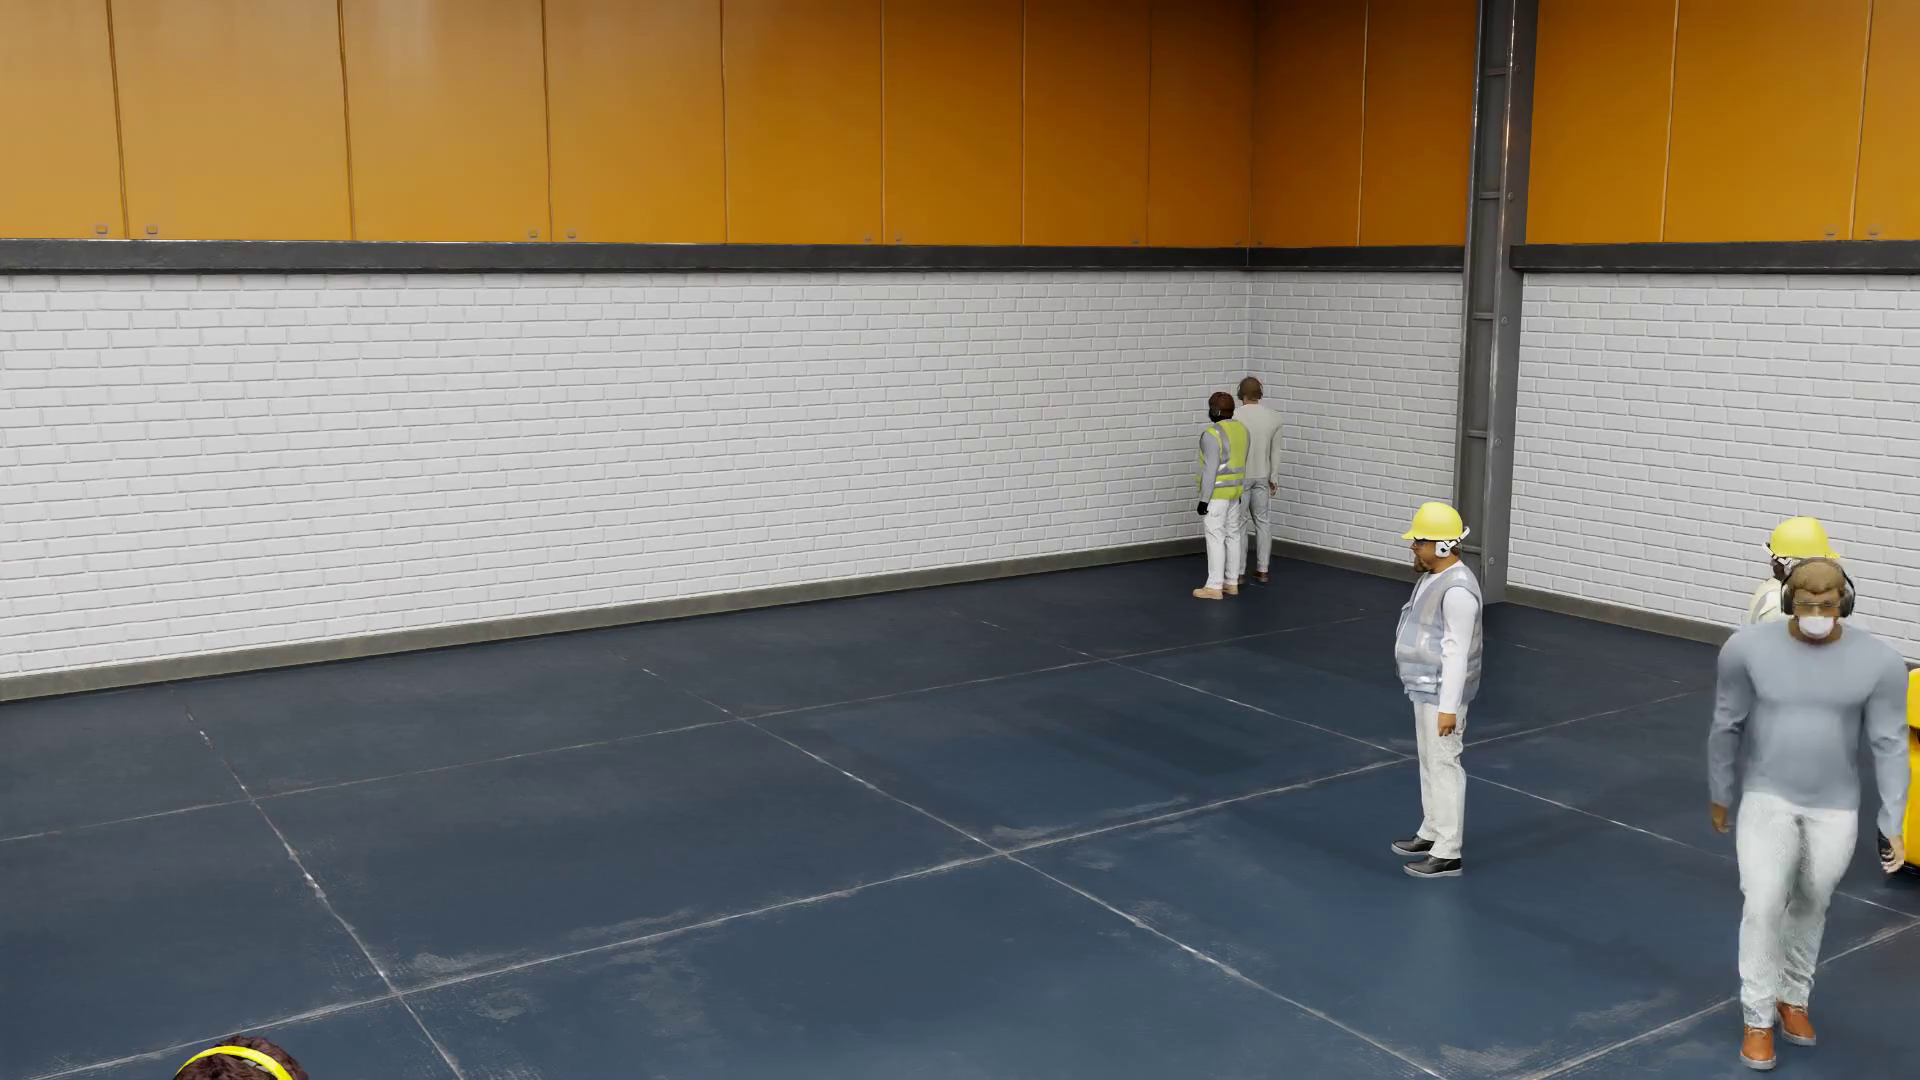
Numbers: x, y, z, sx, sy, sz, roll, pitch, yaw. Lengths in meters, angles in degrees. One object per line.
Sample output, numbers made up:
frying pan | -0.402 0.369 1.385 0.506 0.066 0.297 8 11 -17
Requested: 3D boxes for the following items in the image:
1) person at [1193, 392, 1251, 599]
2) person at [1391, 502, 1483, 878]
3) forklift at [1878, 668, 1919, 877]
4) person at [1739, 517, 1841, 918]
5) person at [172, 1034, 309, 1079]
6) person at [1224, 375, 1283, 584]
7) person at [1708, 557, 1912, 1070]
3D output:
person | 2.307 -0.398 14.806 0.429 1.842 0.637 8 12 41
person | 2.322 0.721 8.121 0.403 1.826 0.596 0 9 2
forklift | 5.511 0.571 7.906 2.313 2.155 1.214 -6 11 -33
person | 3.777 0.801 7.605 0.404 1.833 0.590 4 10 23
person | -1.034 1.632 2.488 0.508 1.872 0.329 0 9 -2
person | 2.688 -0.559 15.482 0.637 1.936 0.355 -3 10 -20
person | 3.127 1.002 6.154 0.660 1.904 0.731 3 10 19
